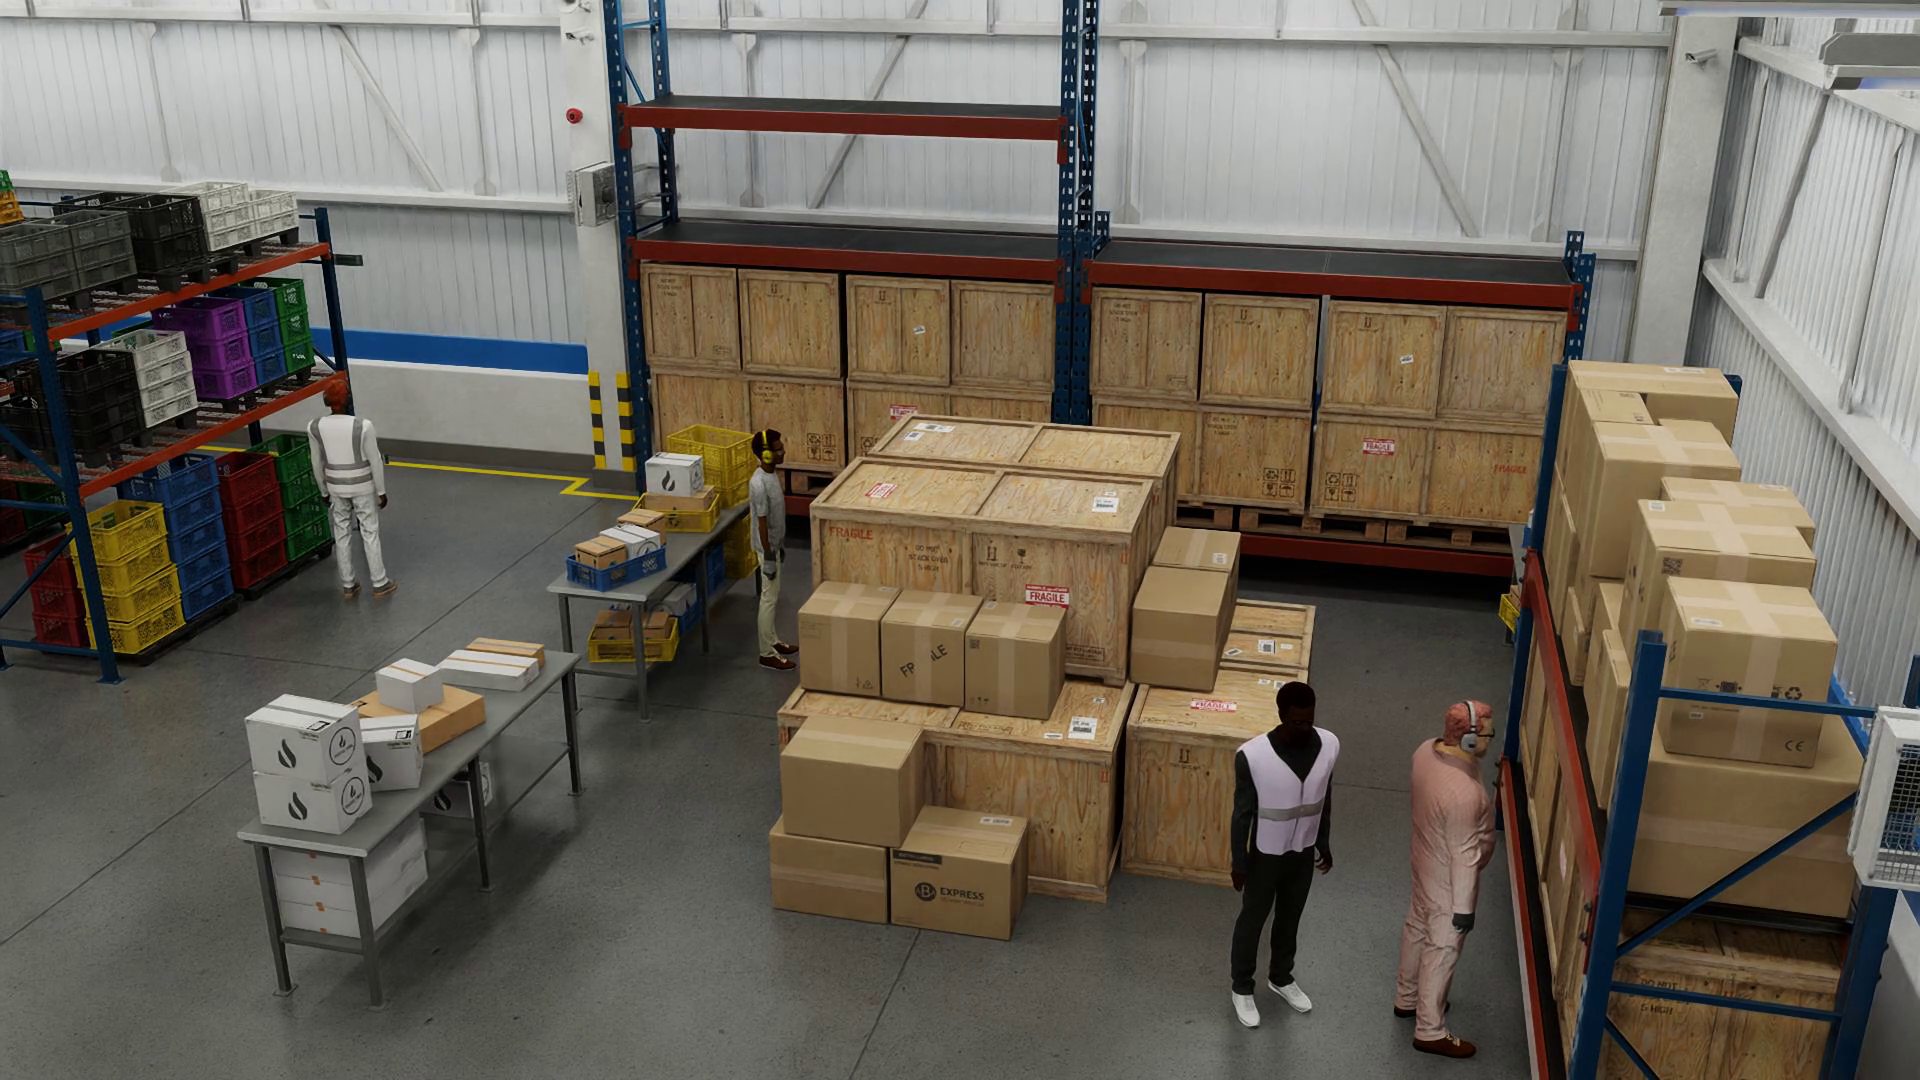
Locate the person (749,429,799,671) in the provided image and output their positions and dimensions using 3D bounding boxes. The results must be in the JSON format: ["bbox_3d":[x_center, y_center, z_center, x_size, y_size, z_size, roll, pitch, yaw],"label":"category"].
[{"bbox_3d":[-1.417,0.061,12.618,0.328,1.876,0.514,0,21,0],"label":"person"}]

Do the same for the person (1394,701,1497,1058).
[{"bbox_3d":[2.462,1.675,8.354,0.408,1.905,0.654,-1,21,-3],"label":"person"}]

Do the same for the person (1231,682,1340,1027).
[{"bbox_3d":[1.650,1.585,8.571,0.596,1.916,0.368,-9,23,-22],"label":"person"}]

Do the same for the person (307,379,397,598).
[{"bbox_3d":[-5.068,-0.419,13.866,0.576,1.881,0.355,0,21,1],"label":"person"}]
